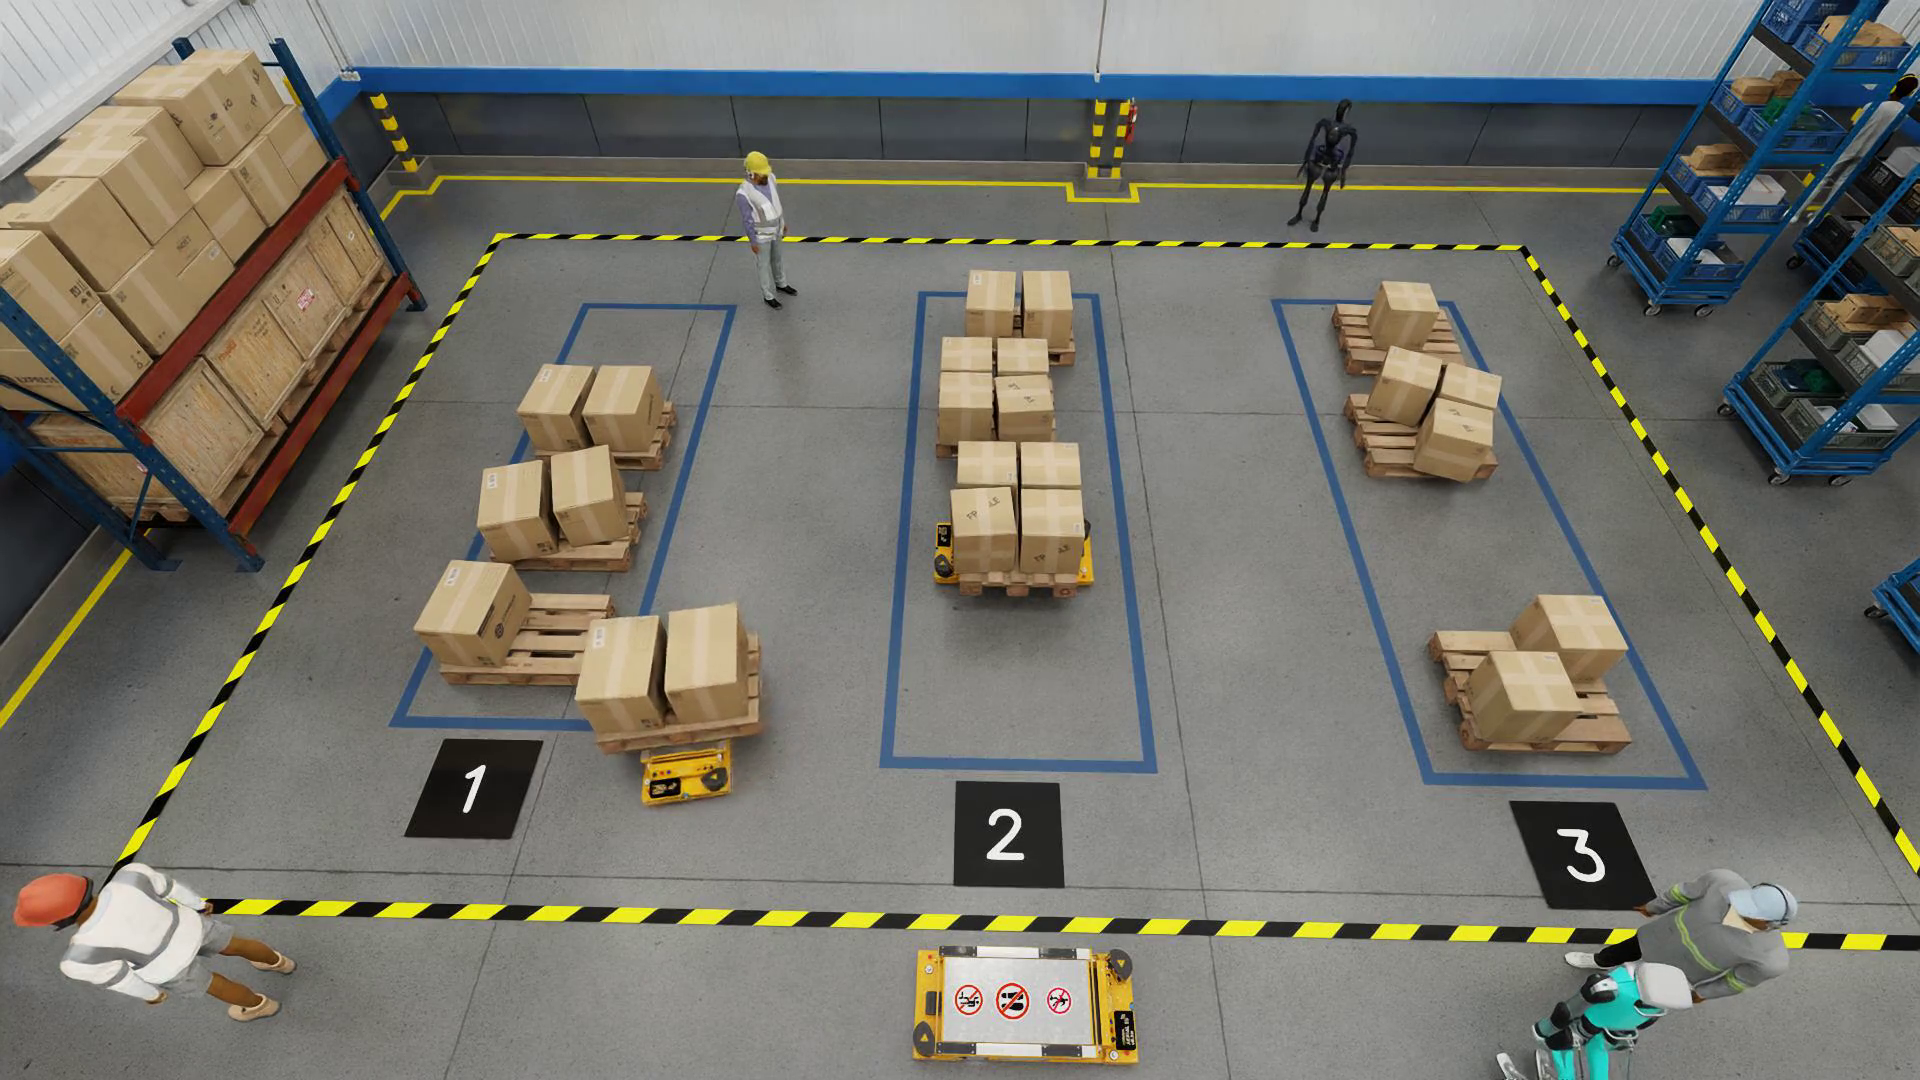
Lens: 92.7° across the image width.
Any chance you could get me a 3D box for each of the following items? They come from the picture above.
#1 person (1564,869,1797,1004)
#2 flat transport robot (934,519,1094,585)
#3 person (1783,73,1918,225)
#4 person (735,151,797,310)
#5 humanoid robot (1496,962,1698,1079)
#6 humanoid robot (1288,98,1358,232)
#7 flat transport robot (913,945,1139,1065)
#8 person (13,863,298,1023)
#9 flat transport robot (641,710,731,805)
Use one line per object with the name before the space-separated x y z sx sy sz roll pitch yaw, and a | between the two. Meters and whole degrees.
person | 4.298 2.436 5.478 0.387 1.850 0.599 -4 51 -3
flat transport robot | 0.490 0.087 8.397 1.431 0.197 0.652 1 51 1
person | 11.078 -4.808 11.379 0.516 1.865 0.320 13 52 10
person | -2.166 -3.484 10.316 0.403 1.833 0.585 24 55 18
humanoid robot | 3.555 2.907 5.082 0.533 1.677 0.735 0 51 0
humanoid robot | 4.530 -4.624 11.336 0.599 1.657 0.315 30 57 22
flat transport robot | 0.422 3.041 6.007 1.431 0.231 0.659 1 51 1
person | -4.661 2.391 5.391 0.366 2.047 0.606 1 51 0
flat transport robot | -2.176 1.372 7.349 0.652 0.197 1.431 -6 51 -5
